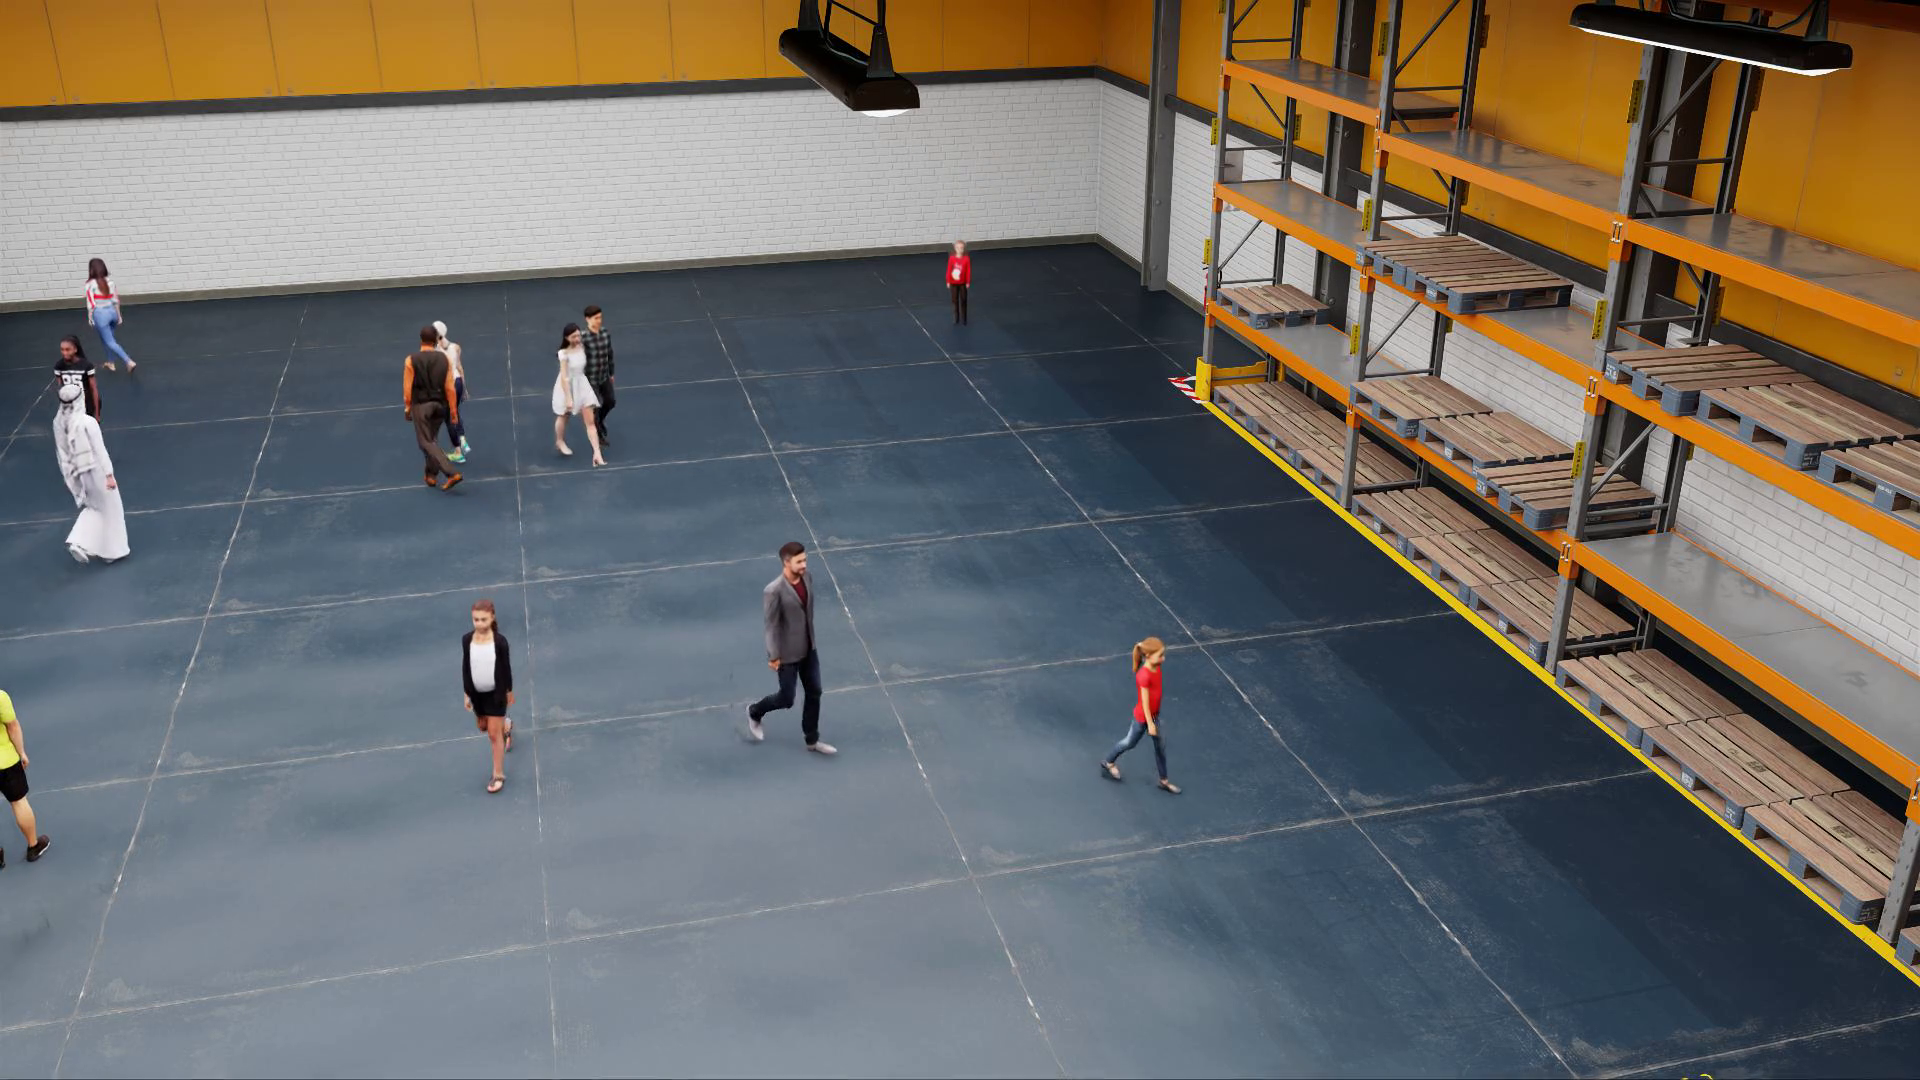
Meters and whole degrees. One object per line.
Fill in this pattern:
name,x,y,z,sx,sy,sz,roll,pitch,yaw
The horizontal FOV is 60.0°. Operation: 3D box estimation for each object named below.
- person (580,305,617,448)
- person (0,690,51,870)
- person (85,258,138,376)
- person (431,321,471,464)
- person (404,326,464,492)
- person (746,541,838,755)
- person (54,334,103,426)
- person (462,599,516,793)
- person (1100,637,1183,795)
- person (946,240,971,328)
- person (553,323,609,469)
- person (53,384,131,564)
person,-4.396,-1.982,19.863,0.864,1.703,0.906,-21,31,-40
person,-6.943,1.556,11.900,0.636,1.708,0.552,-9,25,-19
person,-11.482,-2.983,22.437,1.064,1.586,1.023,12,26,25
person,-5.886,-1.698,19.366,0.782,1.692,0.739,19,30,36
person,-5.840,-1.419,18.515,0.937,1.861,1.079,-22,32,-40
person,-1.388,0.859,13.315,1.159,1.853,1.073,15,28,30
person,-9.912,-1.499,18.873,0.679,1.720,0.811,-1,24,-3
person,-3.678,1.148,13.044,0.749,1.540,1.017,2,24,4
person,1.376,1.344,12.906,0.934,1.291,0.816,16,28,33
person,-0.023,-3.849,24.823,0.651,1.262,0.825,2,24,5
person,-4.530,-1.677,19.308,1.261,1.699,1.083,15,28,31
person,-8.745,-0.613,16.611,0.932,1.909,1.041,7,25,15
